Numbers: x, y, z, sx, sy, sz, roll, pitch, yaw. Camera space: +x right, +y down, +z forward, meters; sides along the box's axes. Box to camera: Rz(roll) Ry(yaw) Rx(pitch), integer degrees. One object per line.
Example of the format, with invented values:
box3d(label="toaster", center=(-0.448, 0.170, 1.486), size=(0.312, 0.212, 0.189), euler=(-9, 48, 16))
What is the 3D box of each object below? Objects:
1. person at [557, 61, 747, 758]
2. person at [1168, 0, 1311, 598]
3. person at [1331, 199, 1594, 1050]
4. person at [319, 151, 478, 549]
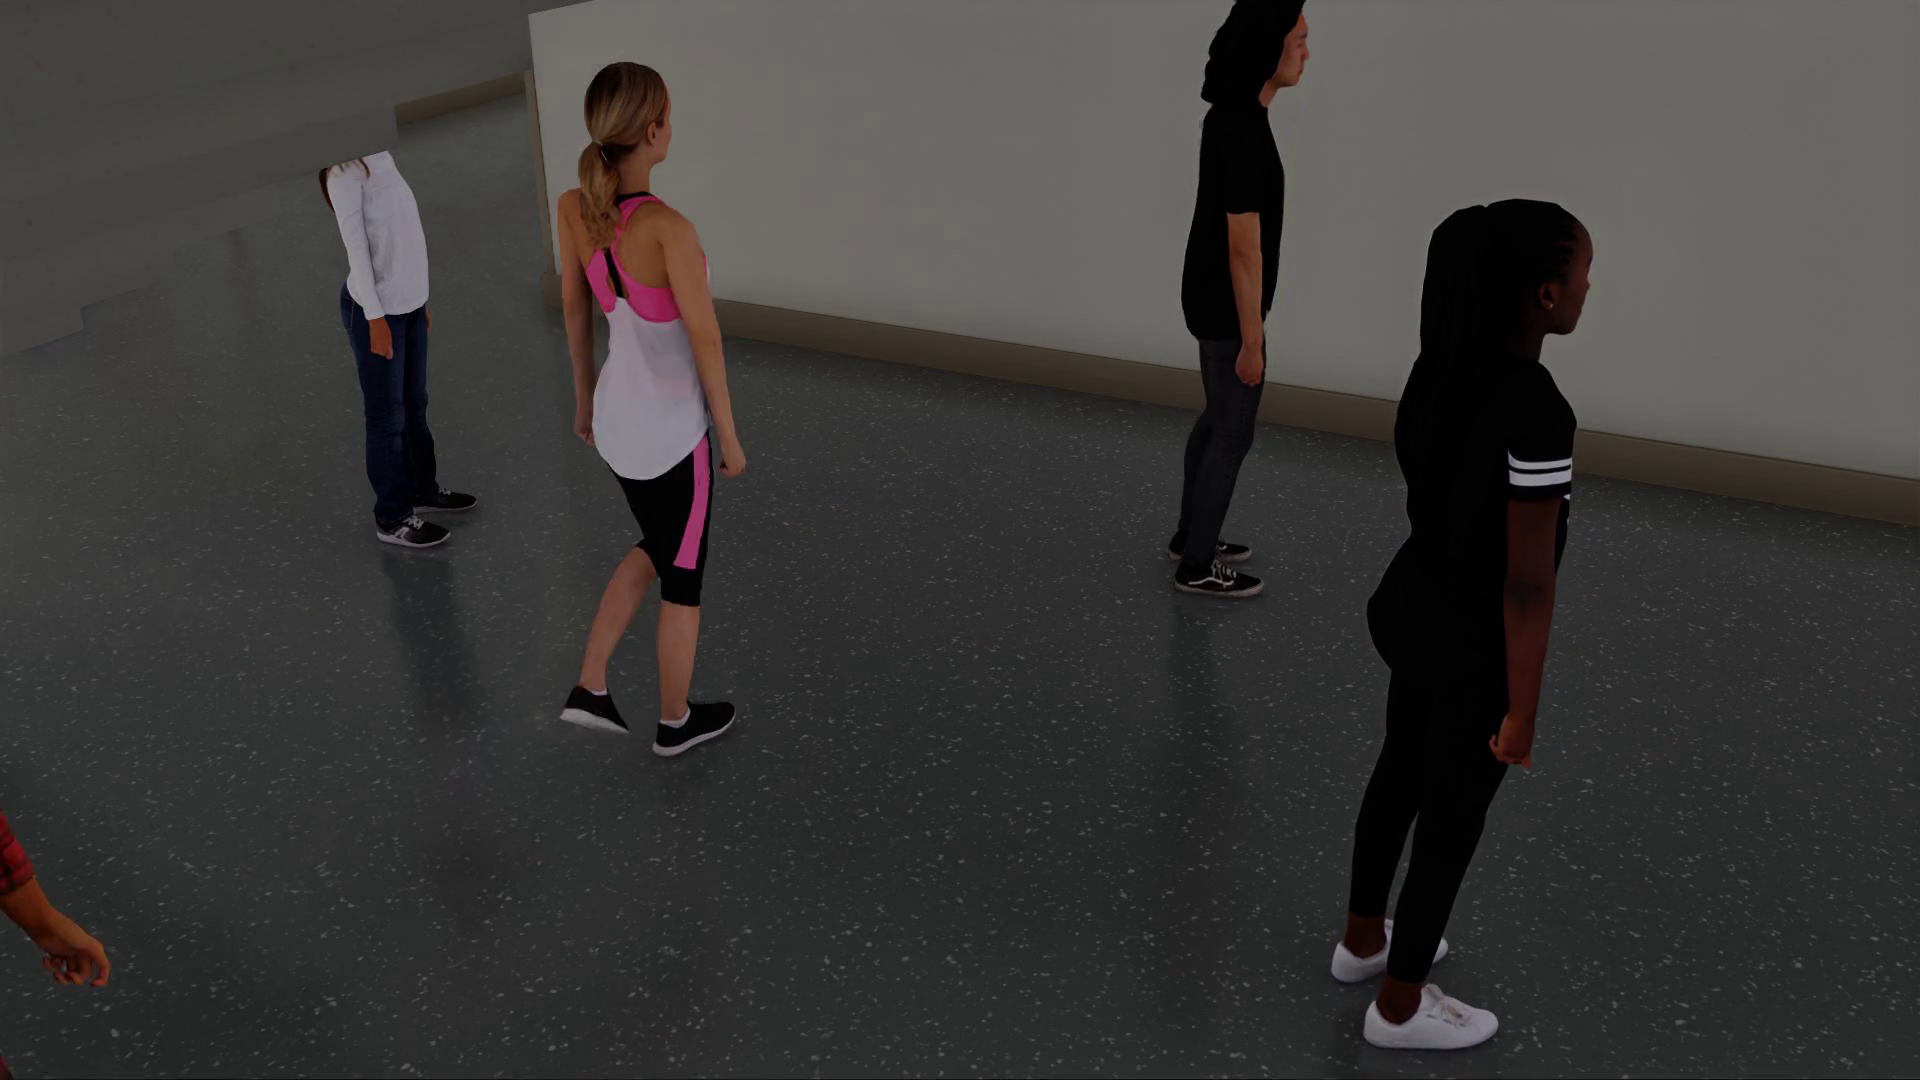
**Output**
box3d(label="person", center=(-0.796, -0.211, 3.976), size=(0.755, 1.775, 0.772), euler=(19, 32, 34))
box3d(label="person", center=(0.784, -0.701, 4.922), size=(0.679, 1.824, 0.704), euler=(0, 26, 0))
box3d(label="person", center=(0.949, 0.204, 3.171), size=(0.718, 1.728, 0.688), euler=(-5, 26, -10))
box3d(label="person", center=(-1.856, -0.759, 5.363), size=(0.622, 1.559, 0.599), euler=(2, 26, 5))
